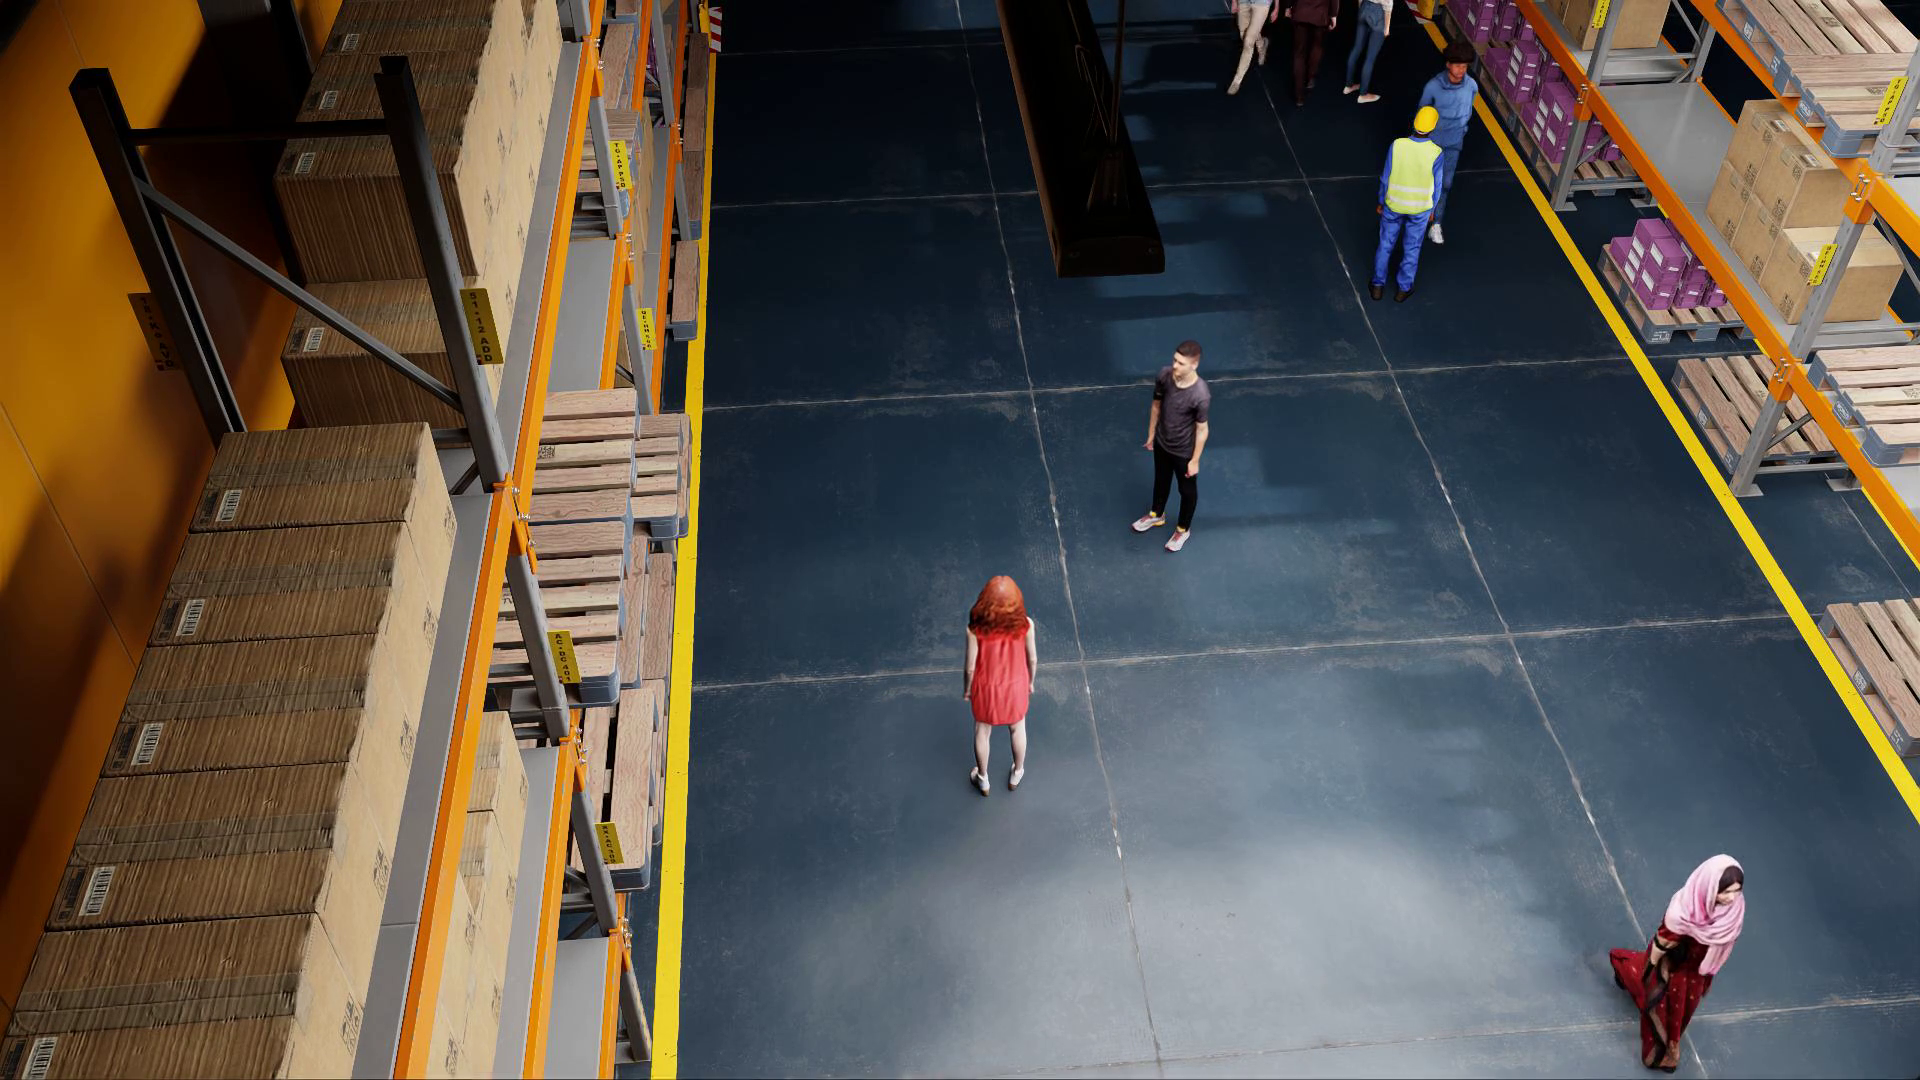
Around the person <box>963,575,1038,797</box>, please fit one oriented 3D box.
[{"bbox_3d":[0.240,0.896,10.046,0.598,1.828,0.511,-6,44,-6],"label":"person"}]

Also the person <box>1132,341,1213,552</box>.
[{"bbox_3d":[1.543,-0.683,11.750,0.776,1.764,0.689,-33,52,-30],"label":"person"}]

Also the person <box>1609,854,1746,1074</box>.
[{"bbox_3d":[3.827,2.155,8.876,0.785,1.619,0.980,-14,45,-15],"label":"person"}]

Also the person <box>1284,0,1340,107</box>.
[{"bbox_3d":[3.451,-5.155,16.390,0.847,1.839,1.008,9,44,9],"label":"person"}]

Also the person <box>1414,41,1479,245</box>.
[{"bbox_3d":[4.250,-3.627,14.838,0.741,1.767,1.171,0,44,0],"label":"person"}]

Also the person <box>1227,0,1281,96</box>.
[{"bbox_3d":[3.008,-5.426,16.693,1.037,1.813,1.177,24,49,23],"label":"person"}]

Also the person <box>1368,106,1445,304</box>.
[{"bbox_3d":[3.749,-2.819,13.957,0.744,1.813,0.722,12,45,13],"label":"person"}]

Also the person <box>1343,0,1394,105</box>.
[{"bbox_3d":[4.098,-5.207,16.525,0.711,1.728,0.580,-23,48,-22],"label":"person"}]
